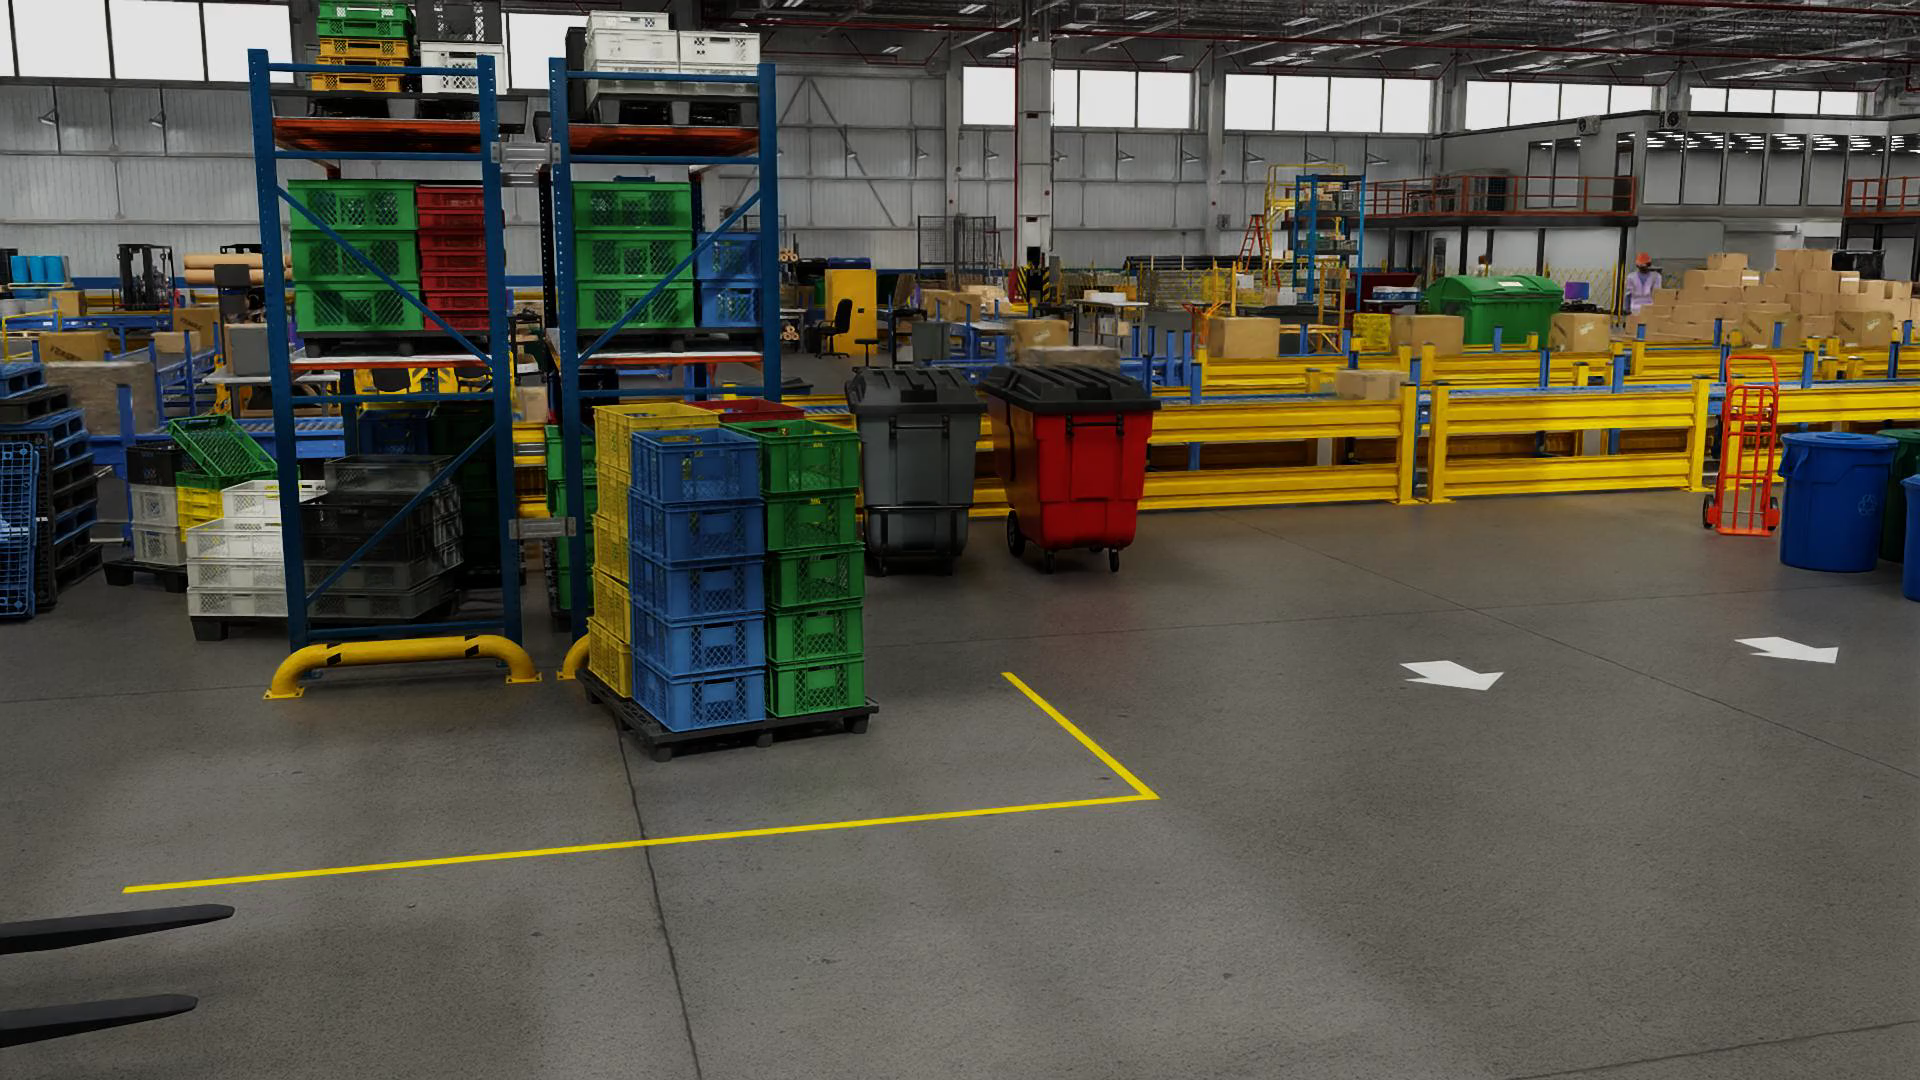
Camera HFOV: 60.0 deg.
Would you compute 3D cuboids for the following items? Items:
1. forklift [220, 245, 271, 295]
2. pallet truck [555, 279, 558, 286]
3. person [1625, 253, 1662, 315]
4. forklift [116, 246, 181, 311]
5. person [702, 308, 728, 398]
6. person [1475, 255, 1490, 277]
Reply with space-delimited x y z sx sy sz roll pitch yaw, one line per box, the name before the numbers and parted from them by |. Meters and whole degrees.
forklift | -17.749 -6.334 41.440 1.157 1.987 2.680 -3 10 -17
pallet truck | -10.604 -6.375 44.520 0.653 1.274 1.630 -3 10 -15
person | 12.397 -4.198 30.206 0.638 1.991 1.010 5 11 25
forklift | -19.966 -6.232 40.894 1.157 1.987 2.680 -3 10 -15
person | -2.964 -2.272 20.034 0.826 1.729 0.552 10 14 44
person | 16.460 -8.032 52.344 0.584 1.858 0.780 -3 11 -18
